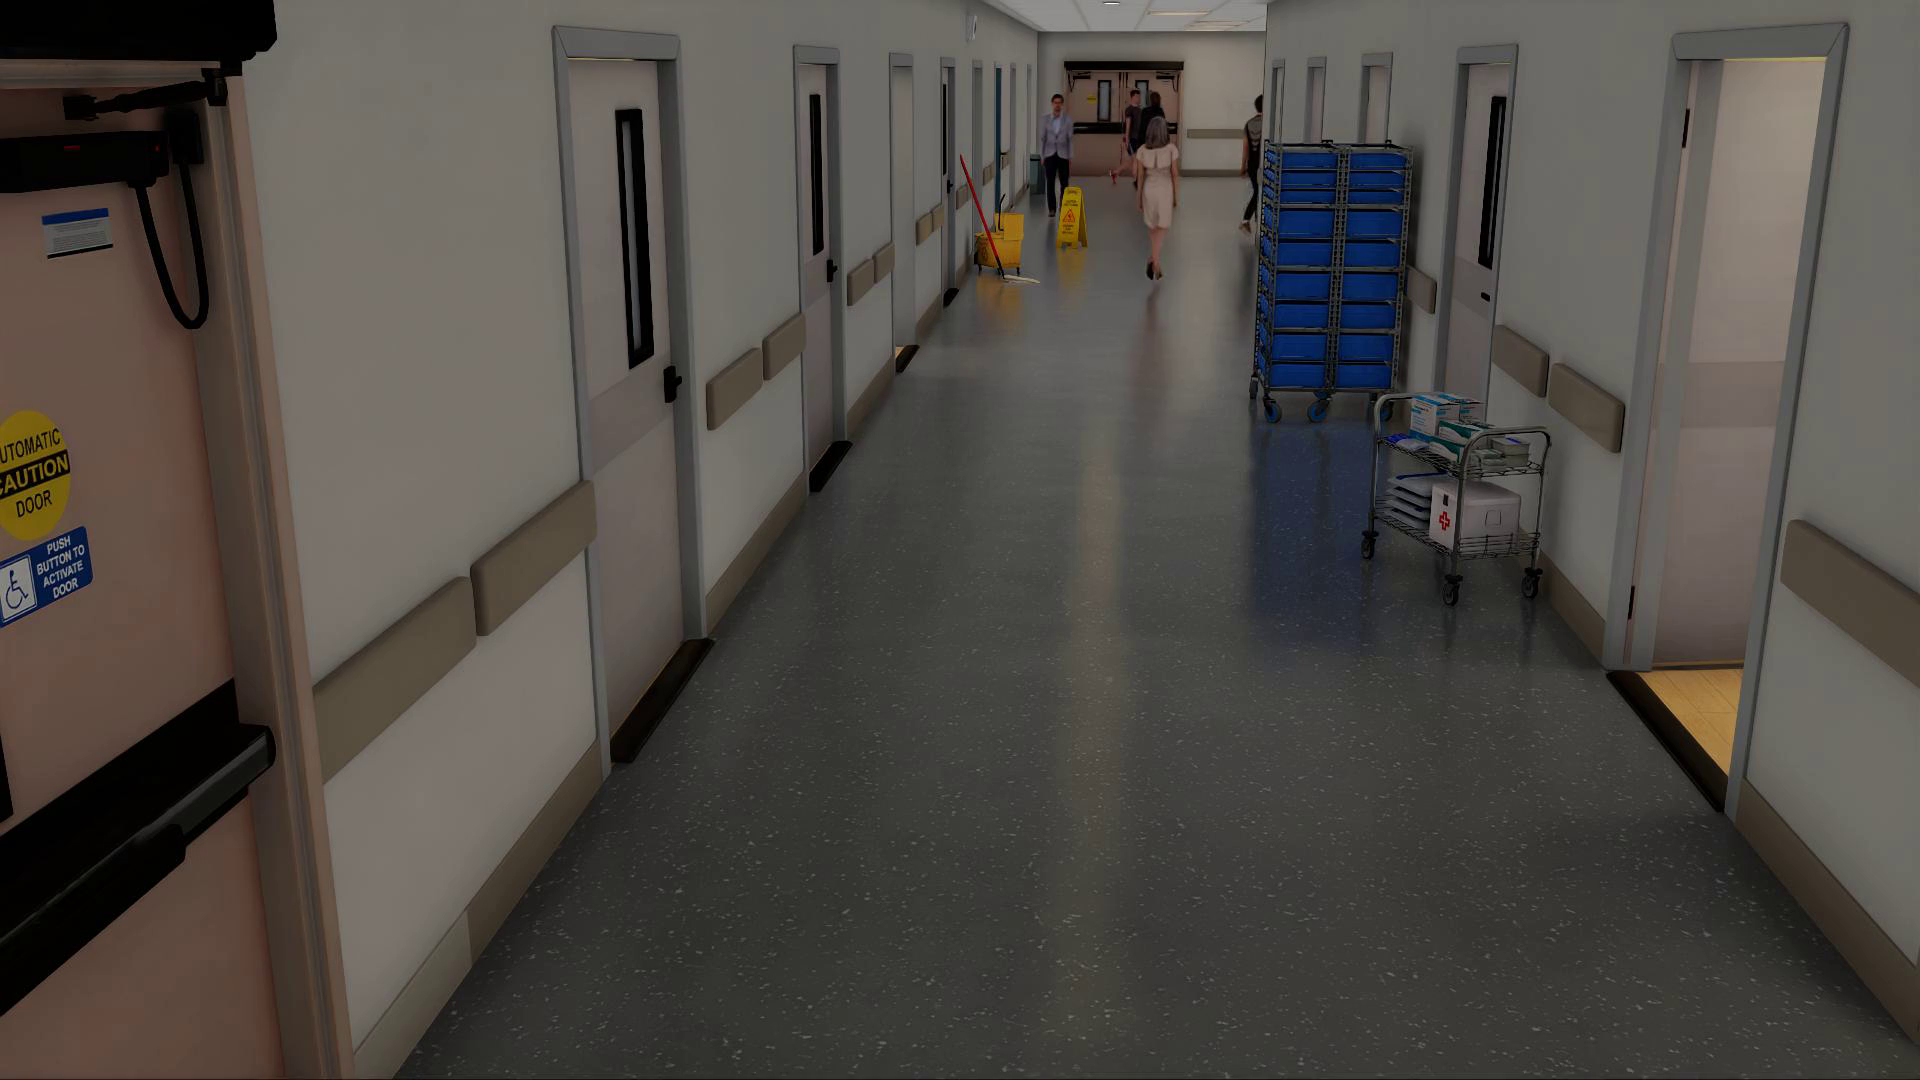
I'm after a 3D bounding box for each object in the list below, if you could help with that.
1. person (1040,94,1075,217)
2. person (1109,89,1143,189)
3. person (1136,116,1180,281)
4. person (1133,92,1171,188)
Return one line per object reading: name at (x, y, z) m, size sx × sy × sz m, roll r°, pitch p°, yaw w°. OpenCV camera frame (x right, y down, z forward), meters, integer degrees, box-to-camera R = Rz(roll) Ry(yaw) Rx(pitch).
person at (1.499, -5.927, 25.682) m, size 0.710 × 1.832 × 1.019 m, roll 2°, pitch 16°, yaw 9°
person at (3.214, -7.620, 31.691) m, size 1.071 × 1.828 × 1.138 m, roll 10°, pitch 19°, yaw 32°
person at (2.060, -3.507, 17.330) m, size 0.773 × 1.705 × 1.204 m, roll 5°, pitch 16°, yaw 17°
person at (3.463, -7.304, 30.610) m, size 1.196 × 1.807 × 1.302 m, roll -12°, pitch 19°, yaw -35°
